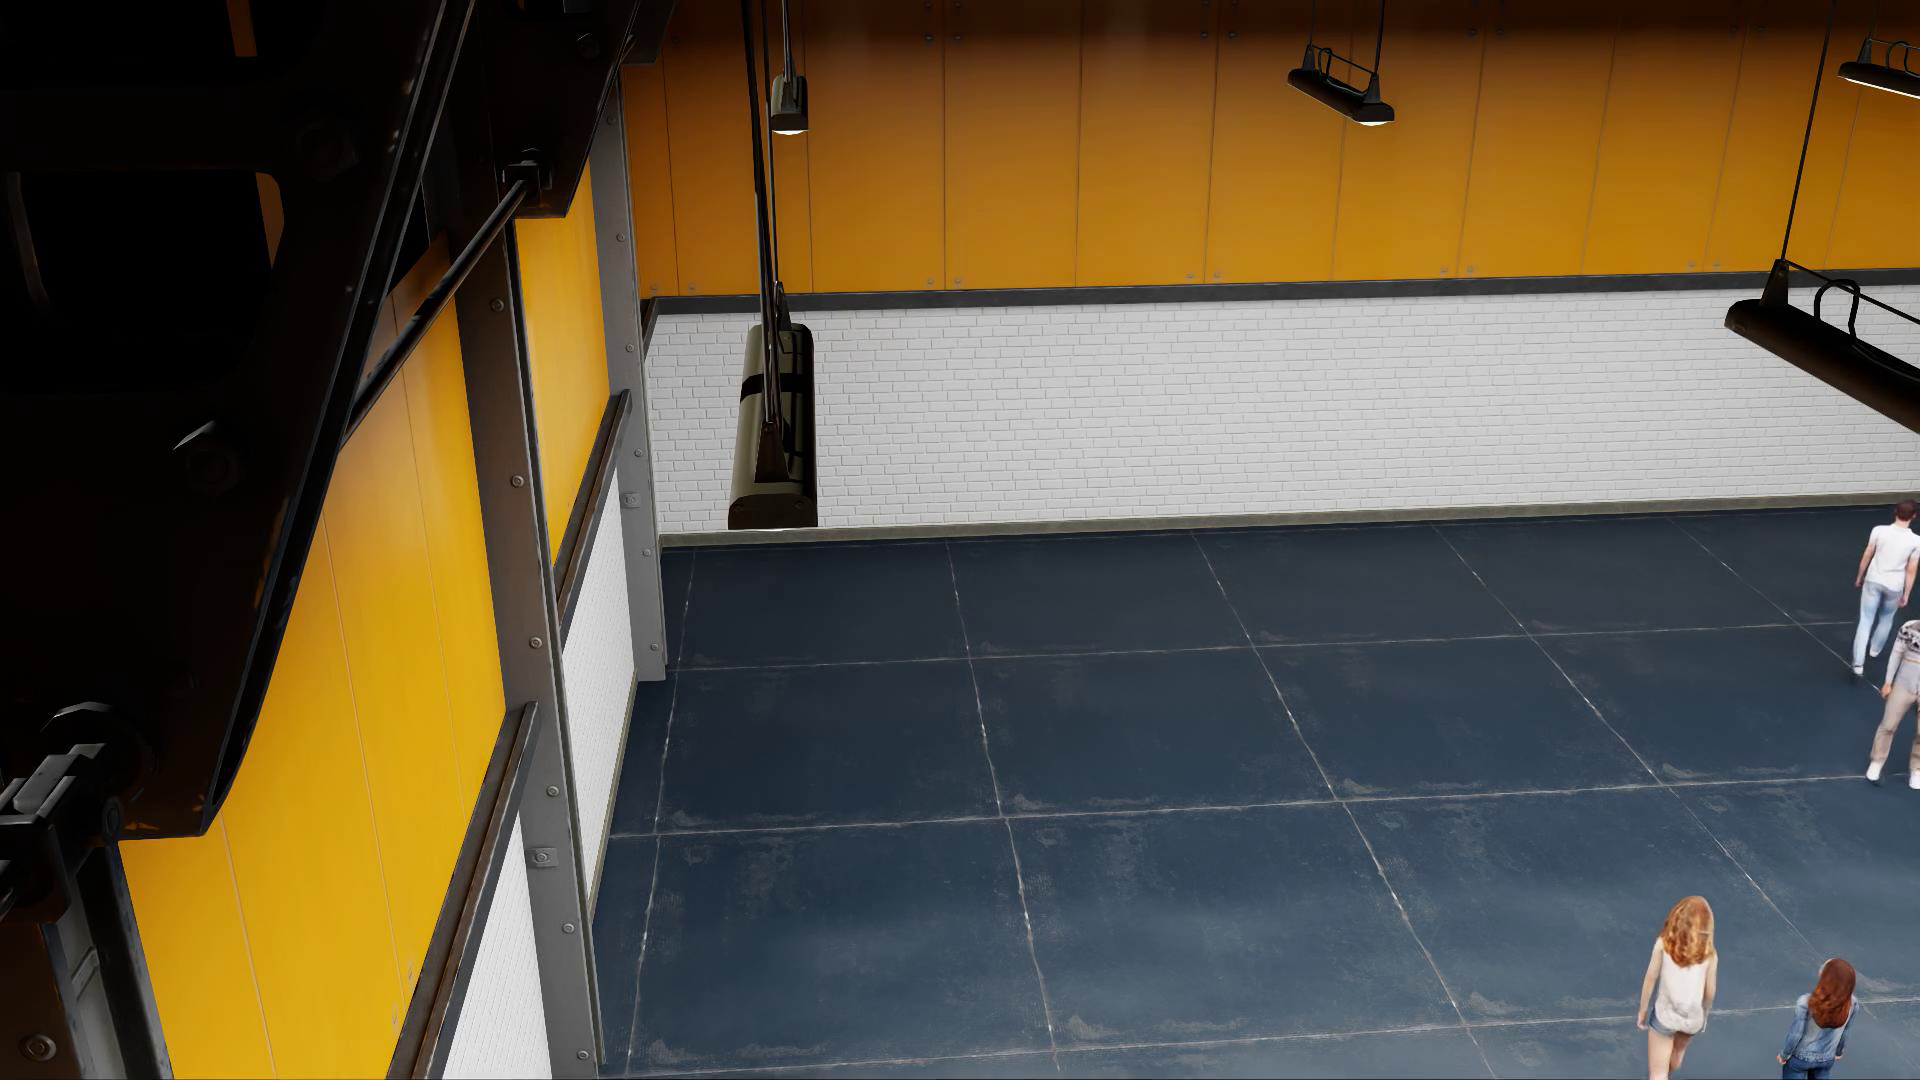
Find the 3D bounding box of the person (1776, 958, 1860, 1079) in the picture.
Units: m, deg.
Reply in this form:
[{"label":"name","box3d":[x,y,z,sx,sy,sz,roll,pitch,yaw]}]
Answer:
[{"label":"person","box3d":[5.472,3.292,10.675,0.565,1.478,0.487,-2,24,-4]}]

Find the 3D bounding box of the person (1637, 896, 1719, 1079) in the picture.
[{"label":"person","box3d":[4.606,3.184,10.669,0.871,1.681,1.250,5,24,11]}]

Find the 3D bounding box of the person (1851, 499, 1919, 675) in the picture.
[{"label":"person","box3d":[9.217,0.513,16.622,1.164,1.806,1.321,15,28,30]}]

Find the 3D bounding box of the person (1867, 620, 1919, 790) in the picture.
[{"label":"person","box3d":[8.529,1.301,14.763,0.790,1.852,0.805,14,27,29]}]
